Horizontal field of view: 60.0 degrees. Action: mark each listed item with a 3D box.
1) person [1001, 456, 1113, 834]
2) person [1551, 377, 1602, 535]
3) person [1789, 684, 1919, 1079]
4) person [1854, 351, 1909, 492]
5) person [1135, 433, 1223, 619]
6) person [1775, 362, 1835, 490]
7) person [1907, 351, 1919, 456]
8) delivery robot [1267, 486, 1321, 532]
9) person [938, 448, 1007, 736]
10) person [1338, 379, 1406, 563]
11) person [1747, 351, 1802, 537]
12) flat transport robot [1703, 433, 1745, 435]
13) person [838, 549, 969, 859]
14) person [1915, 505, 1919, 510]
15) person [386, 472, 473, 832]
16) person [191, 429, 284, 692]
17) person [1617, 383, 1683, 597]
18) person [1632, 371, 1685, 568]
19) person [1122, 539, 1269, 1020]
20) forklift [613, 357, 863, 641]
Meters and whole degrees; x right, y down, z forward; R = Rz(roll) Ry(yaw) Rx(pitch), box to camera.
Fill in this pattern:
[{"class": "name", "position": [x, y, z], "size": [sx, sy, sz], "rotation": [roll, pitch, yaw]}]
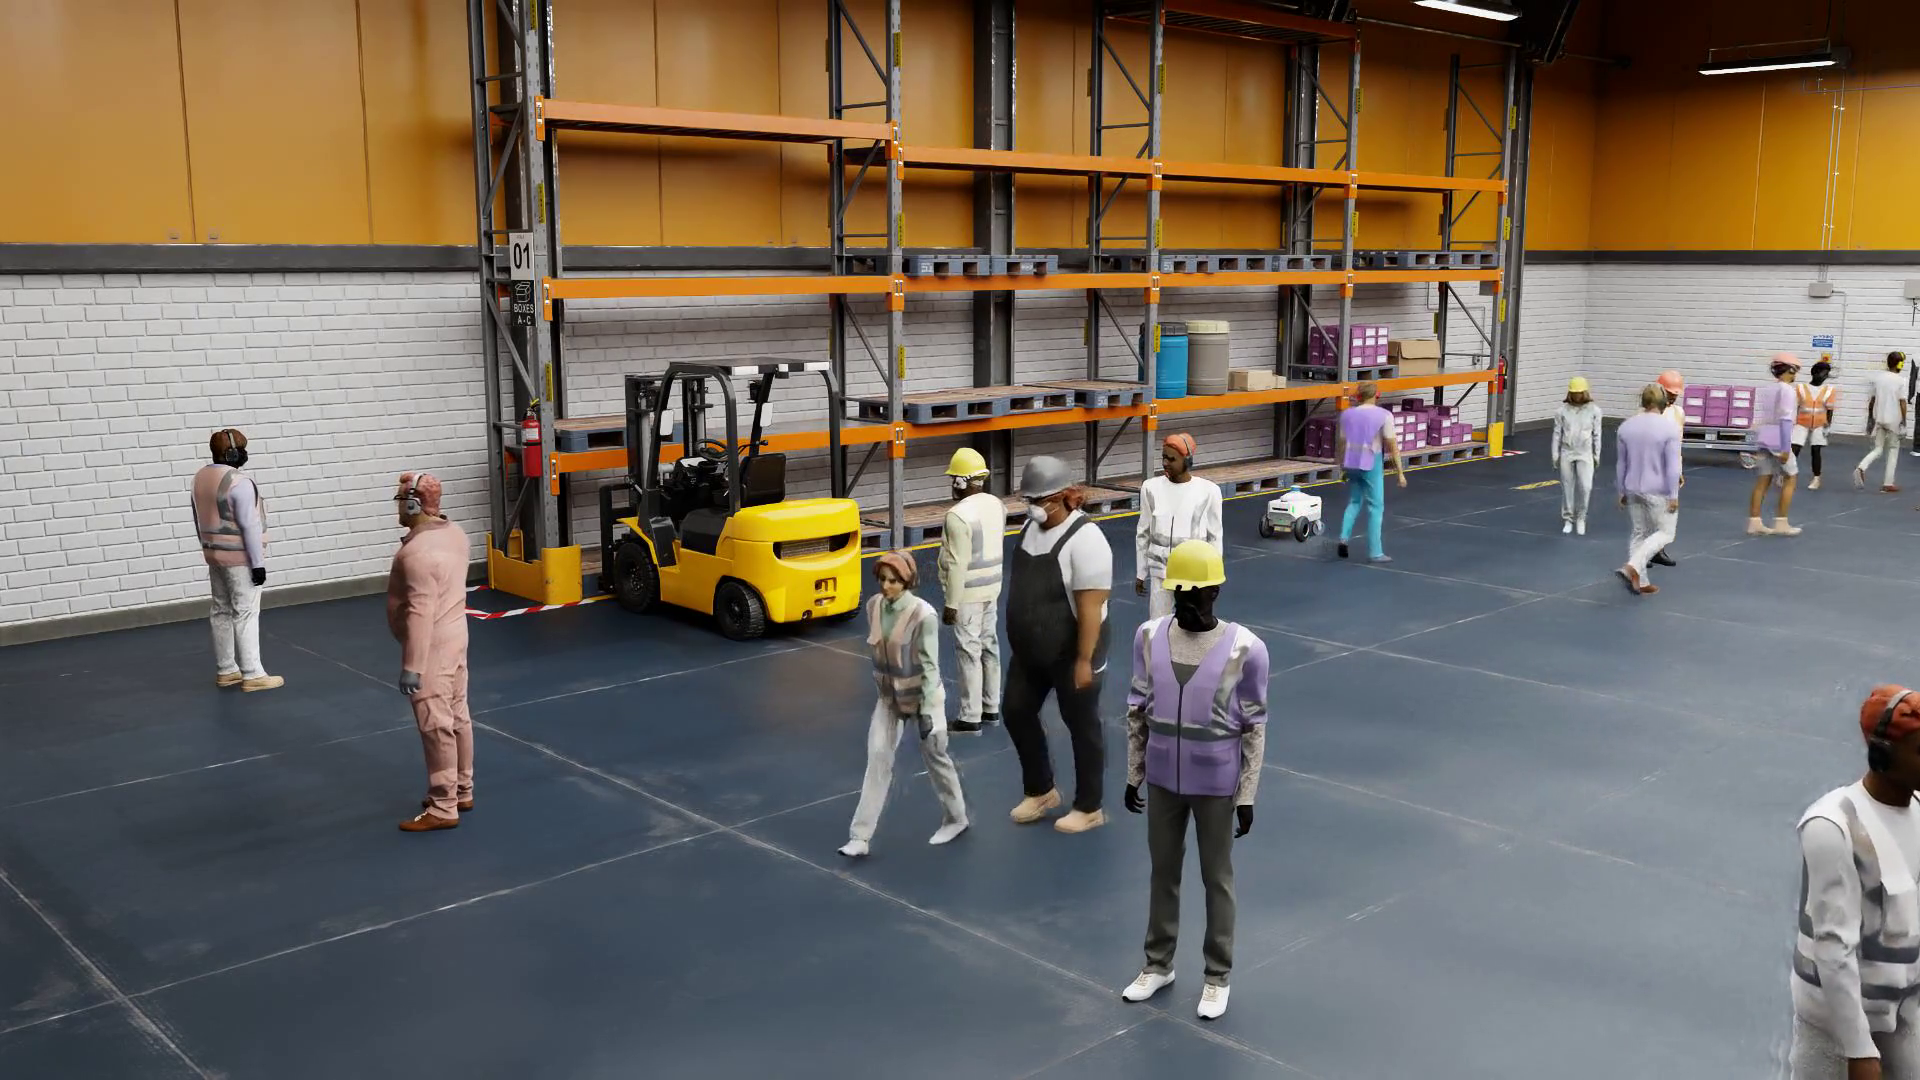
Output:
[{"class": "person", "position": [0.490, 0.537, 8.734], "size": [0.579, 2.000, 0.725], "rotation": [-8, 12, -38]}, {"class": "person", "position": [6.709, -0.912, 18.139], "size": [0.506, 1.723, 0.523], "rotation": [4, 11, 24]}, {"class": "person", "position": [2.605, 1.344, 4.571], "size": [0.586, 1.854, 0.819], "rotation": [-5, 11, -25]}, {"class": "person", "position": [11.847, -1.504, 21.315], "size": [0.689, 1.837, 0.529], "rotation": [-5, 11, -27]}, {"class": "person", "position": [1.438, 0.228, 11.000], "size": [0.585, 1.883, 0.337], "rotation": [5, 11, 26]}, {"class": "person", "position": [11.015, -1.484, 21.642], "size": [0.637, 1.668, 0.381], "rotation": [2, 10, 12]}, {"class": "person", "position": [14.719, -2.217, 25.217], "size": [0.597, 1.916, 0.371], "rotation": [5, 11, 26]}, {"class": "delivery robot", "position": [3.616, -0.343, 17.960], "size": [0.477, 0.478, 0.707], "rotation": [7, 12, 37]}, {"class": "person", "position": [0.063, 0.326, 10.575], "size": [0.403, 1.831, 0.595], "rotation": [6, 11, 31]}, {"class": "person", "position": [4.049, -0.667, 16.442], "size": [0.456, 1.821, 0.729], "rotation": [-9, 13, -42]}, {"class": "person", "position": [8.879, -1.035, 18.052], "size": [0.641, 1.998, 0.648], "rotation": [-1, 10, -3]}, {"class": "flat transport robot", "position": [12.265, -1.510, 25.894], "size": [0.652, 0.197, 1.431], "rotation": [-2, 10, -11]}, {"class": "person", "position": [-0.280, 0.822, 8.363], "size": [0.543, 1.591, 0.878], "rotation": [9, 13, 42]}, {"class": "person", "position": [11.702, -1.250, 19.717], "size": [0.327, 1.865, 0.514], "rotation": [-9, 13, -41]}, {"class": "person", "position": [-2.825, 0.587, 8.834], "size": [0.404, 1.911, 0.636], "rotation": [1, 10, 3]}, {"class": "person", "position": [-5.064, 0.139, 11.645], "size": [0.633, 1.843, 0.429], "rotation": [6, 12, 33]}, {"class": "person", "position": [6.037, -0.423, 14.673], "size": [0.552, 1.926, 0.635], "rotation": [-5, 11, -29]}, {"class": "person", "position": [6.847, -0.690, 16.248], "size": [0.543, 1.928, 0.374], "rotation": [-3, 10, -18]}, {"class": "person", "position": [0.929, 0.946, 6.669], "size": [0.587, 1.928, 0.362], "rotation": [6, 11, 30]}, {"class": "forklift", "position": [-1.847, -0.414, 13.852], "size": [1.214, 2.155, 2.313], "rotation": [-9, 13, -42]}]
